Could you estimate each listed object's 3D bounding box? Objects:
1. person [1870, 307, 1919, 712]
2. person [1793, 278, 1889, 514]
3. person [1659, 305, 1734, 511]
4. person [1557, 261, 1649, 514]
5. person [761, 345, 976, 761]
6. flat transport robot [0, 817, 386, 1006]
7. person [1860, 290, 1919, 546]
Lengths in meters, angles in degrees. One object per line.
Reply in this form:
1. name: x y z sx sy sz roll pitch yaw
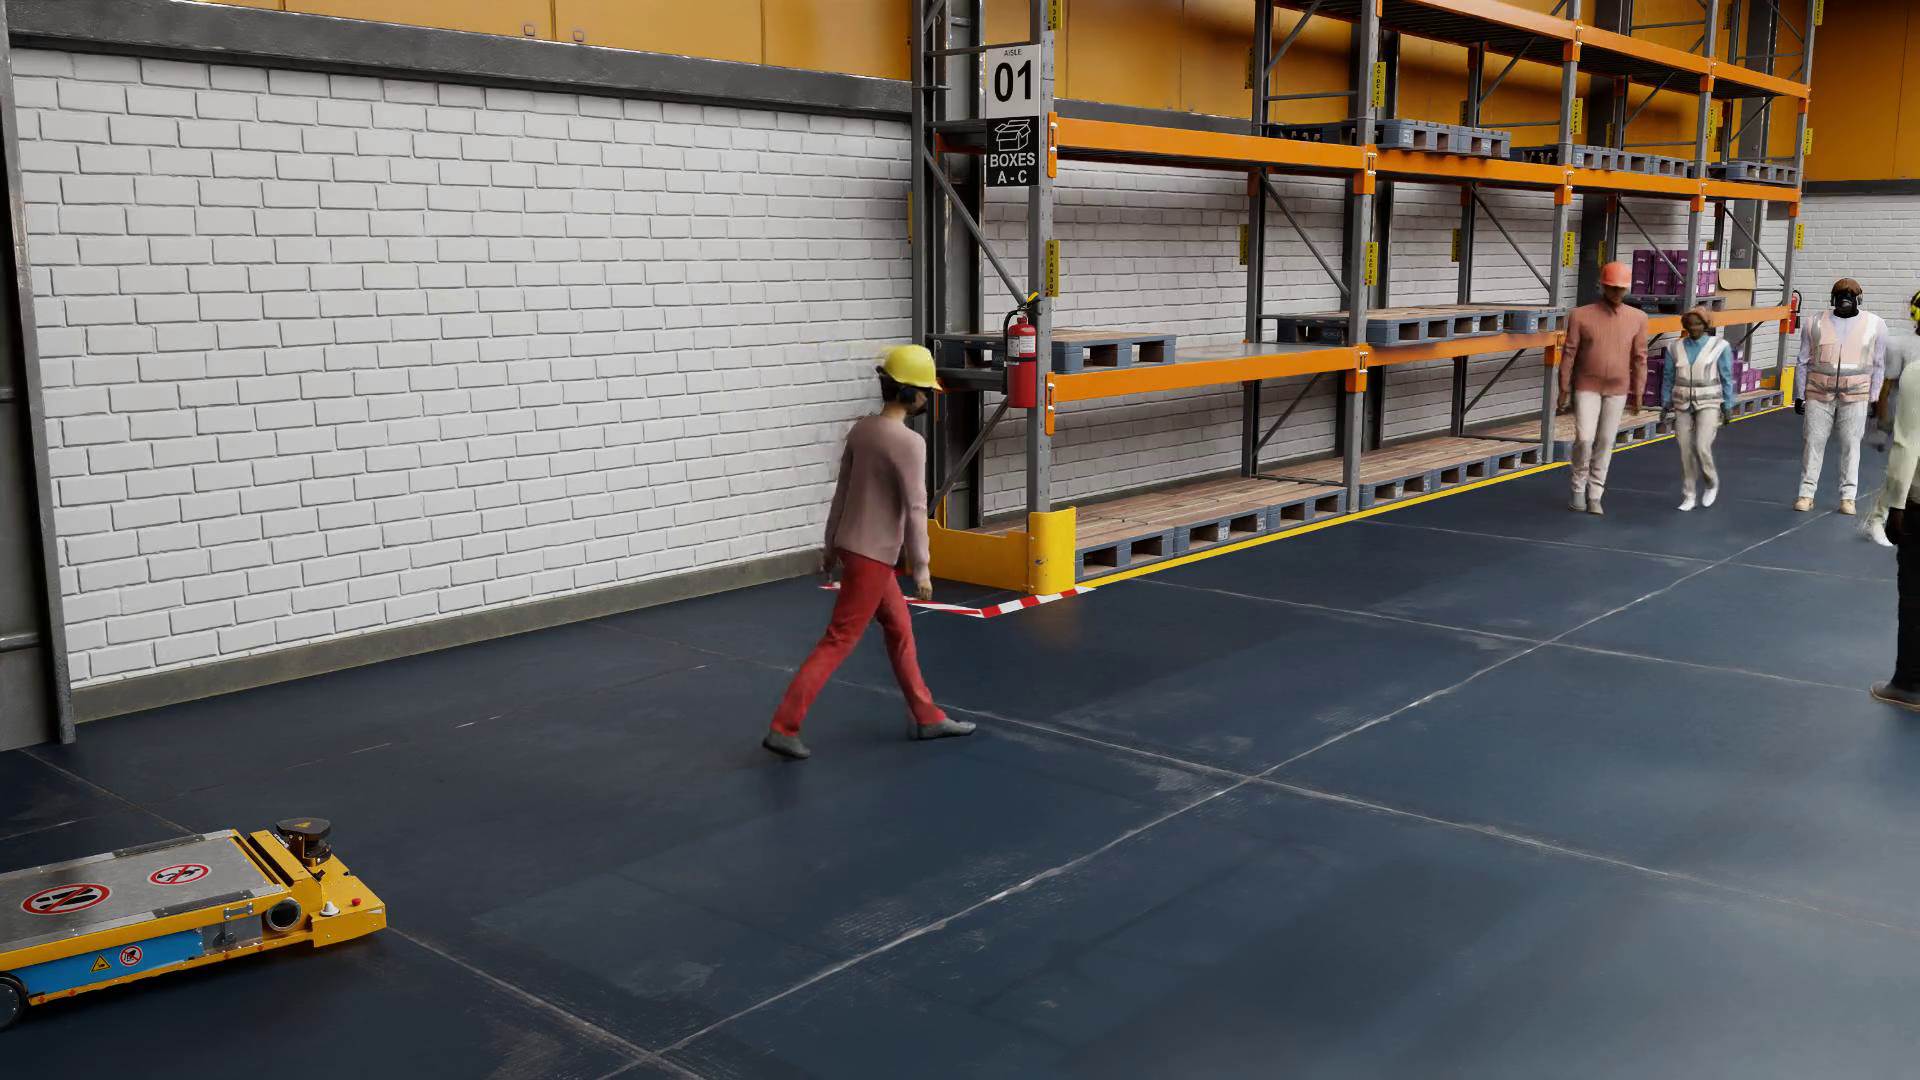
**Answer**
1. person: 4.364 -0.190 7.321 0.634 1.983 0.540 -2 10 -12
2. person: 6.885 -1.125 13.055 0.632 1.843 0.429 6 11 30
3. person: 5.790 -1.029 13.104 0.363 1.622 0.532 -9 14 -42
4. person: 5.000 -1.170 12.927 0.639 1.970 0.467 1 10 7
5. person: -0.394 0.057 6.765 0.969 1.689 0.528 -5 11 -25
6. flat transport robot: -2.488 1.106 4.817 1.431 0.197 0.652 -7 12 -36
7. person: 6.499 -0.799 11.298 0.514 1.824 1.001 -2 10 -11
